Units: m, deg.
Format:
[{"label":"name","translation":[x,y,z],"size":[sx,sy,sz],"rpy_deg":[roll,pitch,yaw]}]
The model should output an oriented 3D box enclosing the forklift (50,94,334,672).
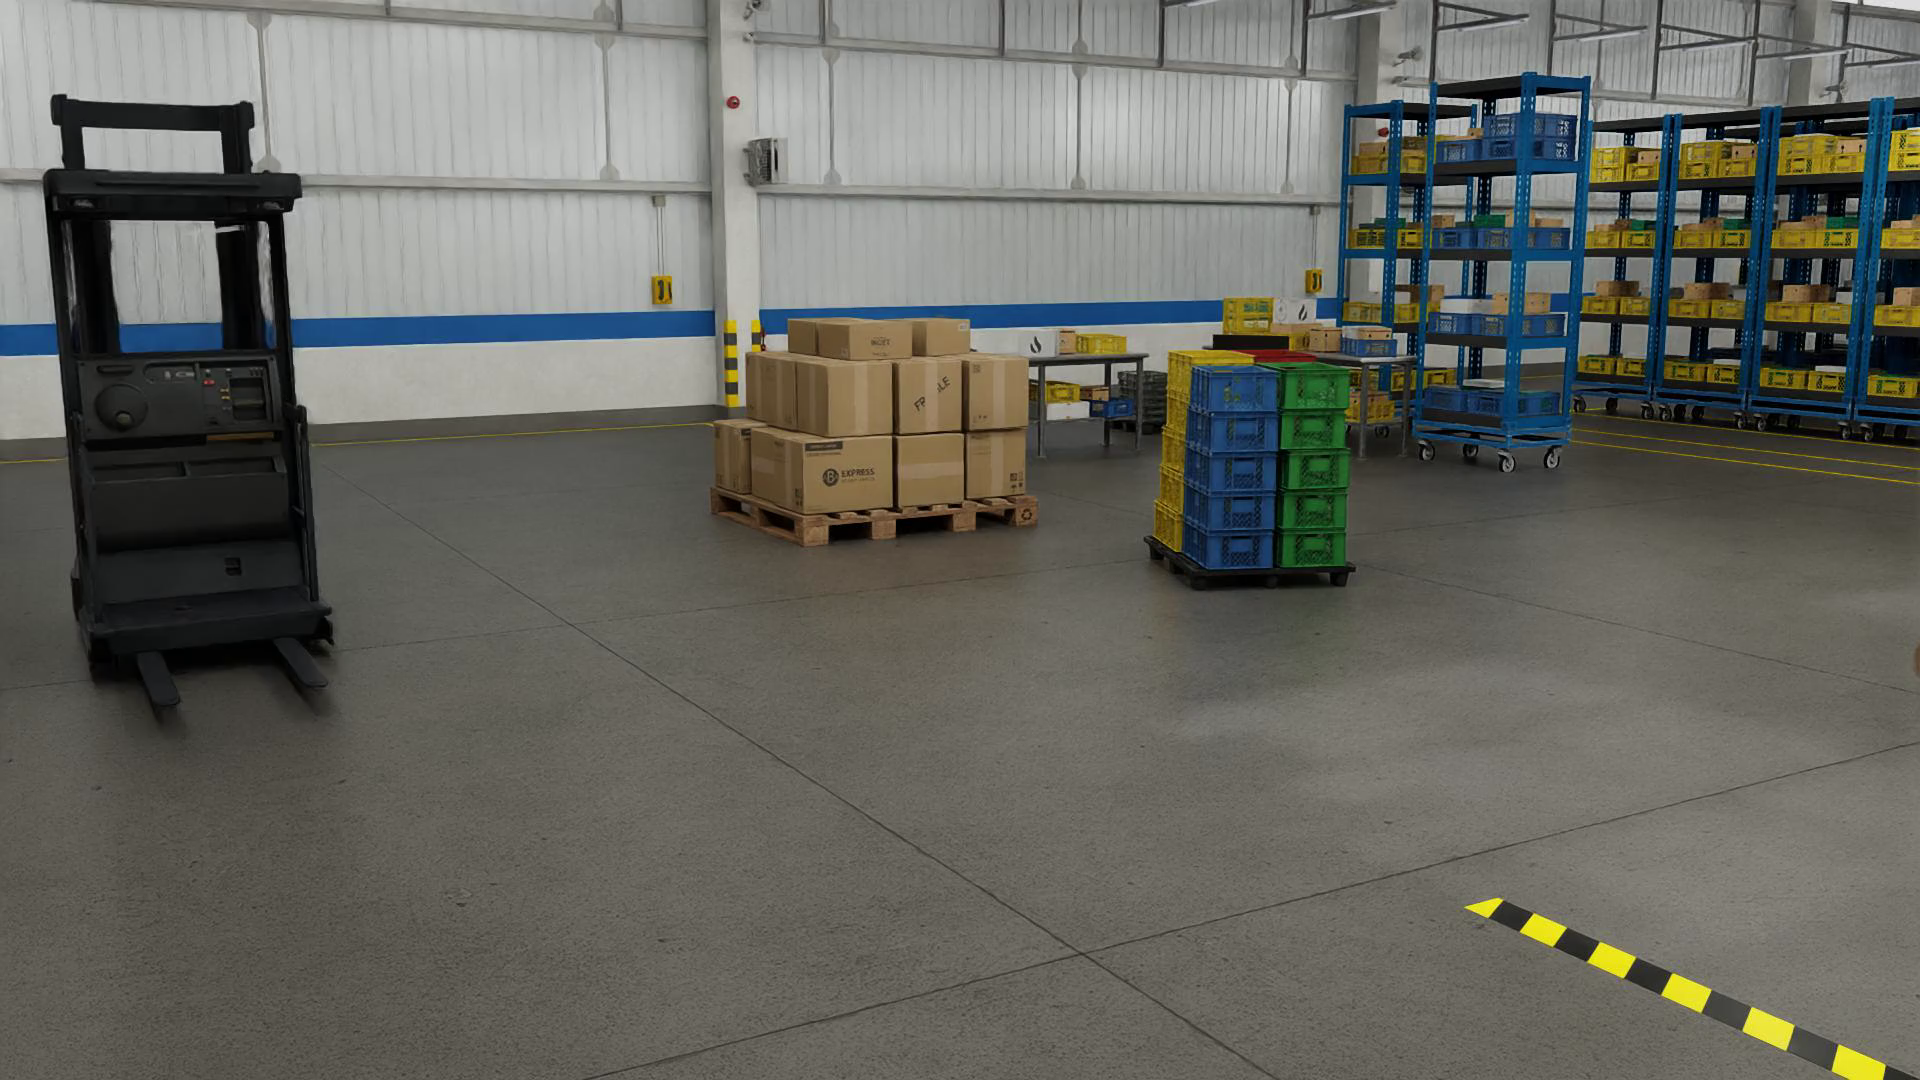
[{"label":"forklift","translation":[-4.166,-0.908,8.816],"size":[1.129,2.768,1.873],"rpy_deg":[-6,12,-30]}]
